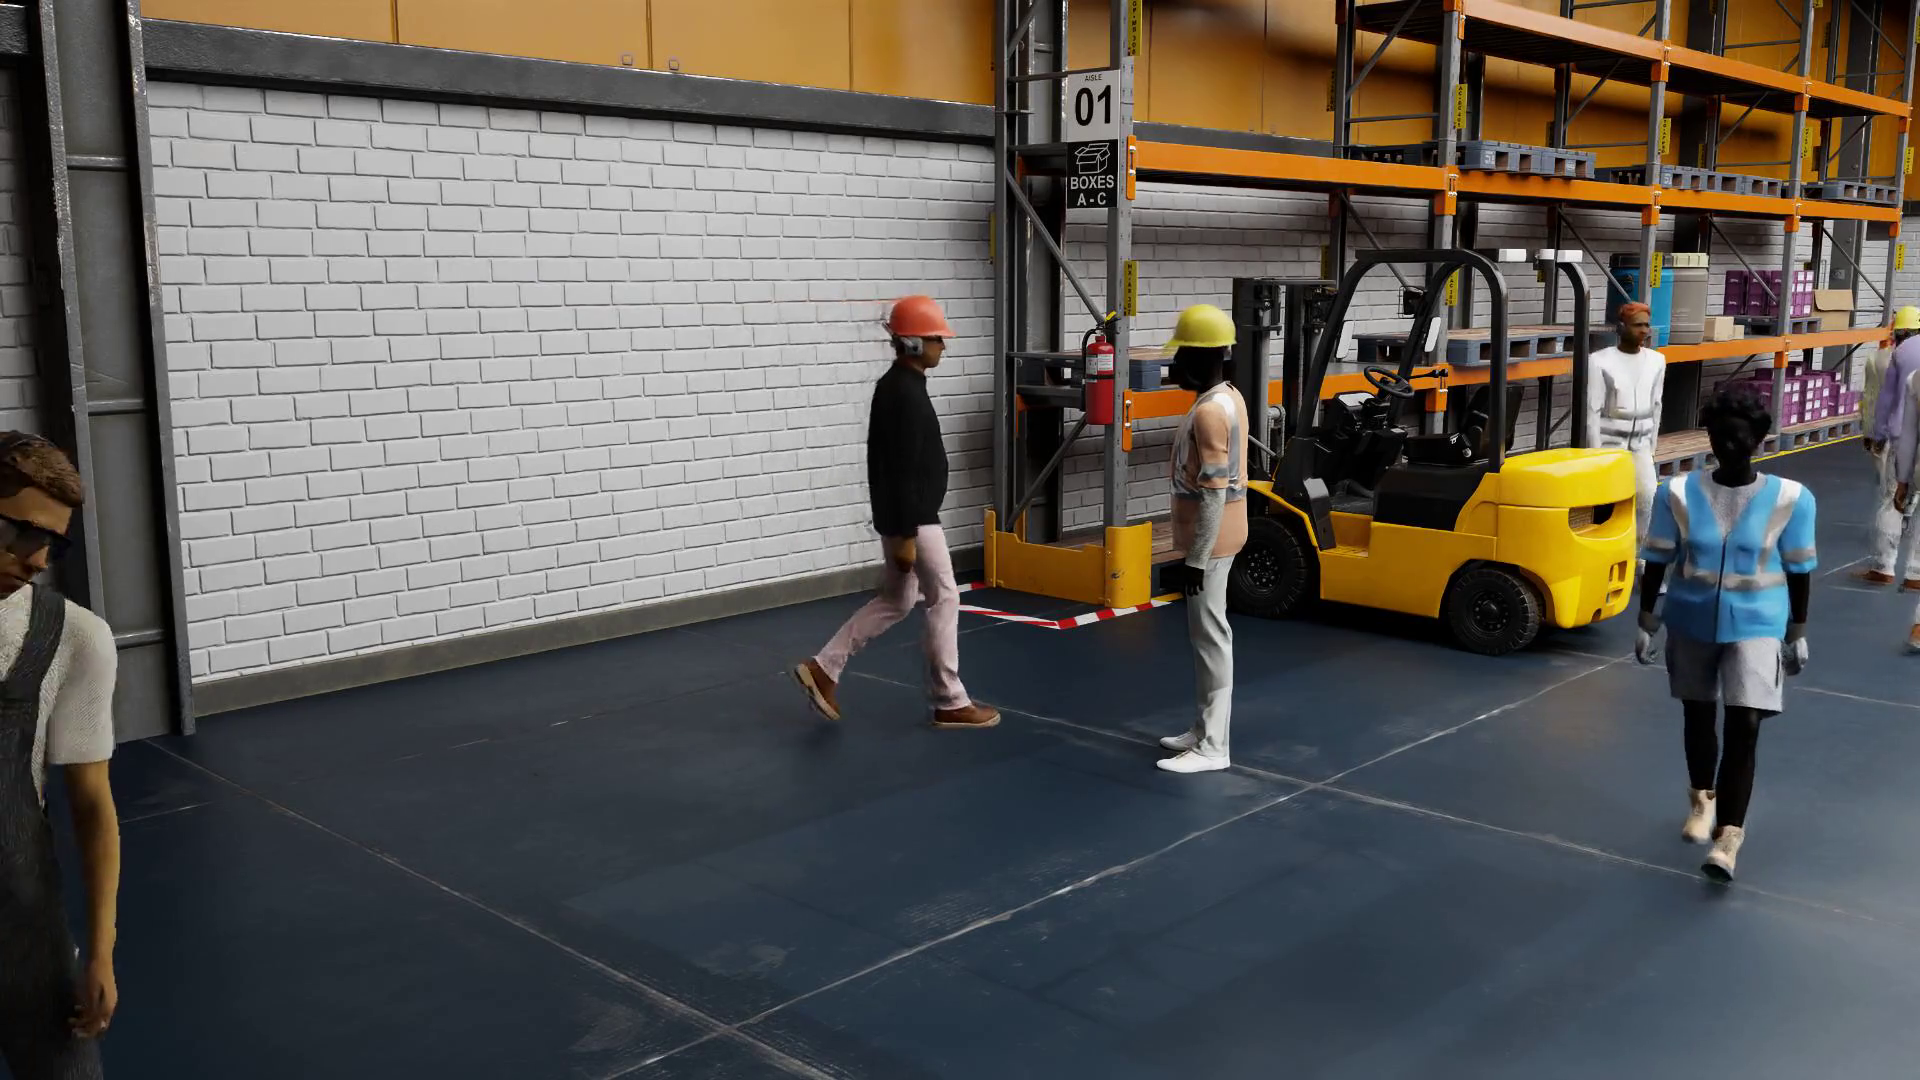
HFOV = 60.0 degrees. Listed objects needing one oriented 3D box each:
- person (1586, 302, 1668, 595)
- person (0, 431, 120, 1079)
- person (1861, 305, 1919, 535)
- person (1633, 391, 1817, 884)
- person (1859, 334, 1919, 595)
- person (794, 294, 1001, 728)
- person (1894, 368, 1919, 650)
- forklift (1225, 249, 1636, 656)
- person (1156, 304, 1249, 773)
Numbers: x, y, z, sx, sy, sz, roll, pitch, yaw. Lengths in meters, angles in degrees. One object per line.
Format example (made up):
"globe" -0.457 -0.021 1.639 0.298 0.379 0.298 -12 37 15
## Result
"person" 4.239 -0.570 10.558 0.580 1.850 0.822 -1 9 -7
"person" -1.786 0.709 2.933 0.650 1.803 0.338 -3 10 -20
"person" 7.176 -0.878 12.641 0.587 1.807 0.843 4 10 26
"person" 2.602 0.321 5.720 0.552 1.648 0.868 6 11 34
"person" 6.148 -0.596 10.660 0.370 1.896 0.755 -3 10 -20
"person" -0.284 -0.111 7.438 0.854 1.965 0.619 -2 10 -13
"person" 5.445 -0.342 9.065 0.979 1.901 0.632 -6 11 -34
"forklift" 2.710 -0.584 9.626 2.313 2.155 1.214 9 13 43
"person" 1.004 -0.001 6.864 0.360 1.929 0.587 2 9 11
